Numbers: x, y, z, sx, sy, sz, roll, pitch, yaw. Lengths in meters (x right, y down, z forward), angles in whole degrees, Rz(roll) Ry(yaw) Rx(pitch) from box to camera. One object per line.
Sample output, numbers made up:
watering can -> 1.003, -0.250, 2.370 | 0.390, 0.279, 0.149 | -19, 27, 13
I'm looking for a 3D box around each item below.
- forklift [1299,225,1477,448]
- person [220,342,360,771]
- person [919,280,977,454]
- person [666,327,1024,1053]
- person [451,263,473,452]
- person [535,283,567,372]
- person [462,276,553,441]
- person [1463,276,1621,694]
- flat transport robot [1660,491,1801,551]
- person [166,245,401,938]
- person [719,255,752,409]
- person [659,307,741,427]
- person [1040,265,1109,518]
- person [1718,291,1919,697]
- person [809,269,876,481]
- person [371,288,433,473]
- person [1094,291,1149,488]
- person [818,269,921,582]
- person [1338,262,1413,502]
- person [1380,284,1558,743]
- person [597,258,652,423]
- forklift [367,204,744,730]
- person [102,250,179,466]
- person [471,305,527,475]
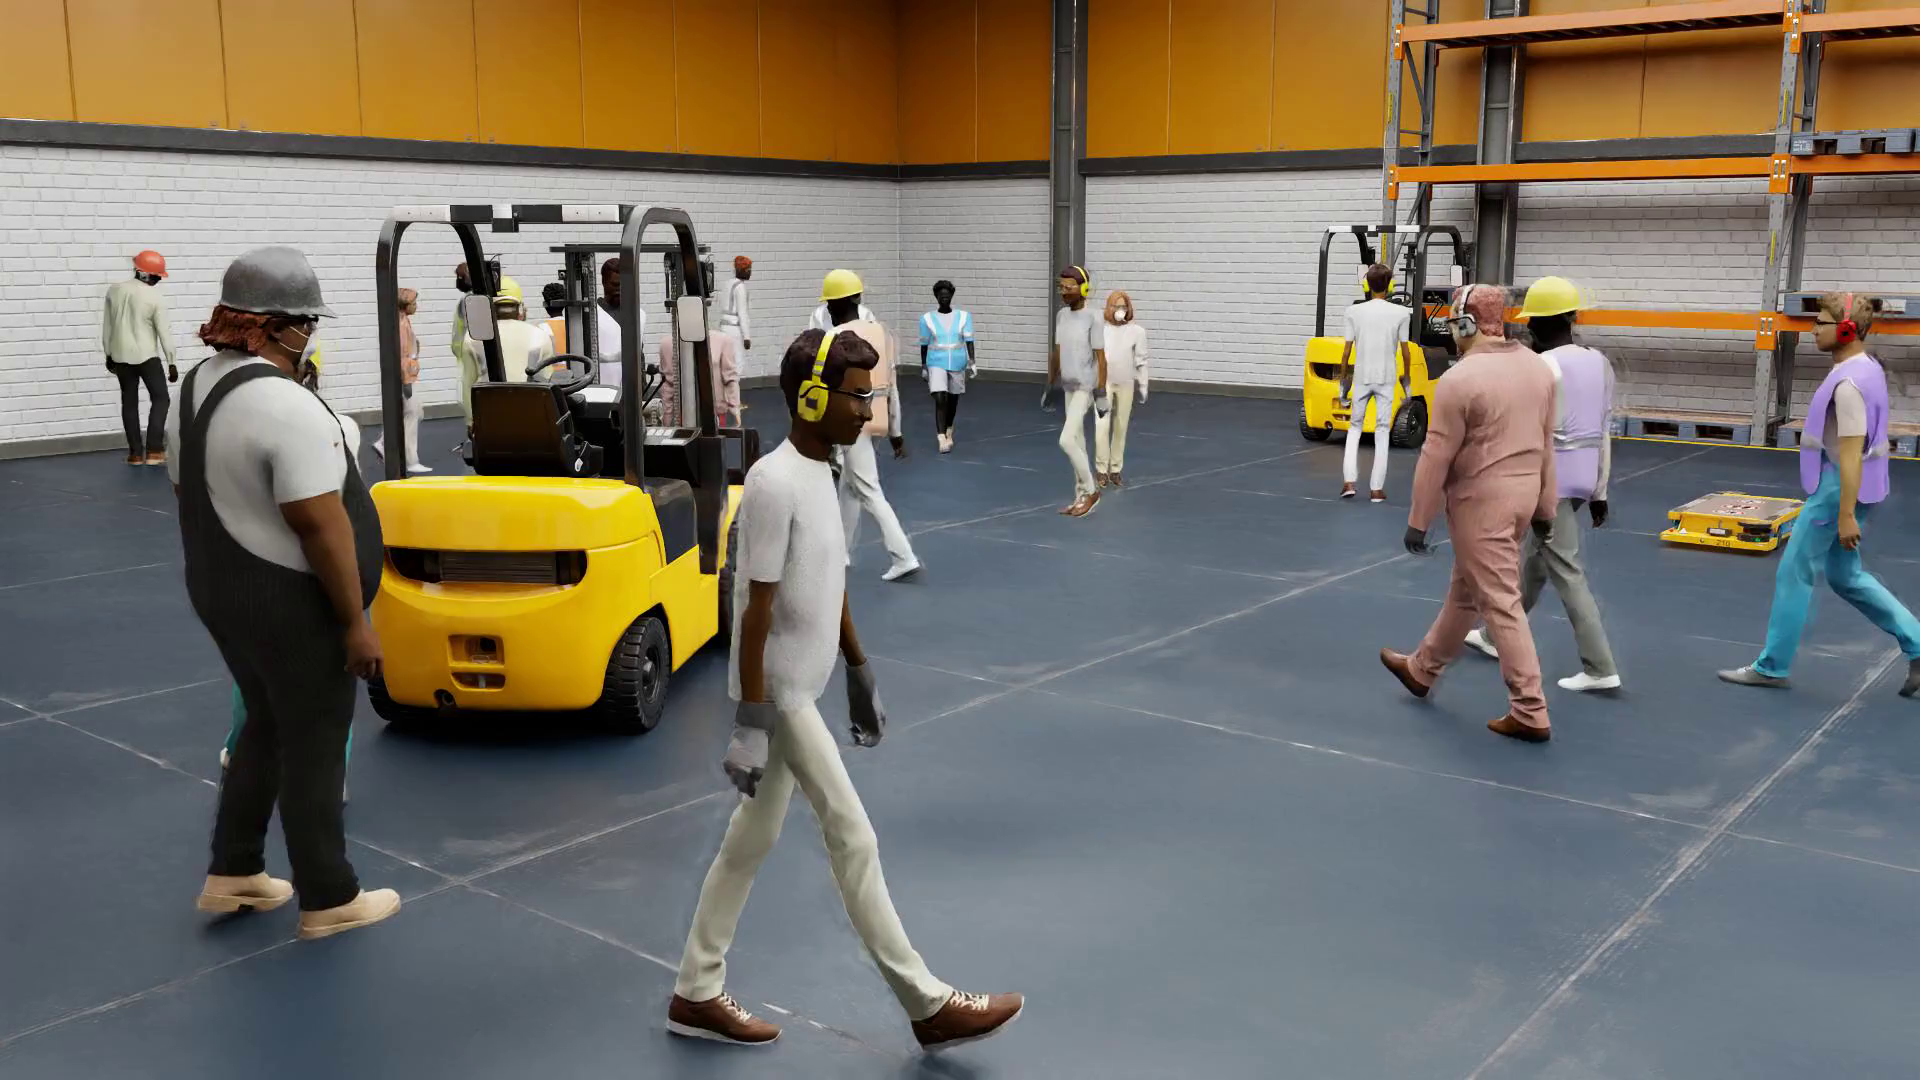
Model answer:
forklift -> 4.449, -2.115, 16.993 | 1.214, 2.155, 2.313 | 8, 13, 38
person -> -2.485, 0.087, 6.129 | 0.548, 1.715, 0.808 | -9, 14, -41
person -> -0.132, -1.693, 16.147 | 0.534, 1.656, 0.864 | -2, 10, -11
person -> -0.310, 0.397, 4.118 | 0.978, 1.814, 0.532 | 1, 10, 5
person -> -4.577, -1.721, 15.831 | 0.542, 1.828, 0.635 | 0, 10, 2
person -> -3.203, -1.205, 13.331 | 0.317, 1.695, 0.540 | 8, 13, 38
person -> -2.972, -0.831, 10.980 | 0.598, 1.803, 0.834 | -3, 11, -15
person -> 2.705, -0.266, 7.656 | 0.593, 1.875, 1.014 | -7, 12, -34
flat transport robot -> 5.356, -0.143, 11.397 | 0.652, 0.197, 1.431 | 8, 13, 38
person -> -1.950, 0.153, 4.853 | 0.699, 2.000, 0.535 | 9, 14, 42
person -> -2.737, -2.497, 20.056 | 0.440, 1.854, 0.668 | -5, 11, -25
person -> -1.827, -0.911, 11.658 | 0.539, 1.706, 0.888 | -3, 11, -18
person -> 0.842, -1.083, 12.246 | 0.460, 1.852, 0.536 | -5, 12, -28
person -> 3.943, -0.189, 7.376 | 0.854, 1.821, 0.575 | 7, 12, 33
person -> -1.035, -1.397, 14.147 | 0.601, 1.778, 0.947 | 2, 11, 13
person -> -4.876, -1.385, 14.513 | 0.419, 1.623, 0.528 | -4, 11, -21
person -> 1.294, -1.235, 13.710 | 0.523, 1.610, 0.595 | 0, 10, -3
person -> -0.582, -0.690, 10.031 | 0.982, 1.873, 0.598 | 8, 13, 36
person -> 3.233, -1.214, 12.918 | 0.546, 1.864, 0.405 | 4, 11, 20
person -> 2.123, -0.132, 6.957 | 0.656, 1.846, 1.013 | -7, 13, -36
person -> -2.392, -0.981, 11.490 | 0.391, 1.913, 0.588 | 8, 13, 38
forklift -> -1.766, -0.406, 7.525 | 1.214, 2.155, 2.313 | 1, 10, 7
person -> -7.395, -1.624, 14.998 | 0.717, 1.944, 0.410 | 1, 10, 7
person -> -3.283, -0.955, 12.243 | 0.890, 1.574, 0.513 | -2, 11, -13
